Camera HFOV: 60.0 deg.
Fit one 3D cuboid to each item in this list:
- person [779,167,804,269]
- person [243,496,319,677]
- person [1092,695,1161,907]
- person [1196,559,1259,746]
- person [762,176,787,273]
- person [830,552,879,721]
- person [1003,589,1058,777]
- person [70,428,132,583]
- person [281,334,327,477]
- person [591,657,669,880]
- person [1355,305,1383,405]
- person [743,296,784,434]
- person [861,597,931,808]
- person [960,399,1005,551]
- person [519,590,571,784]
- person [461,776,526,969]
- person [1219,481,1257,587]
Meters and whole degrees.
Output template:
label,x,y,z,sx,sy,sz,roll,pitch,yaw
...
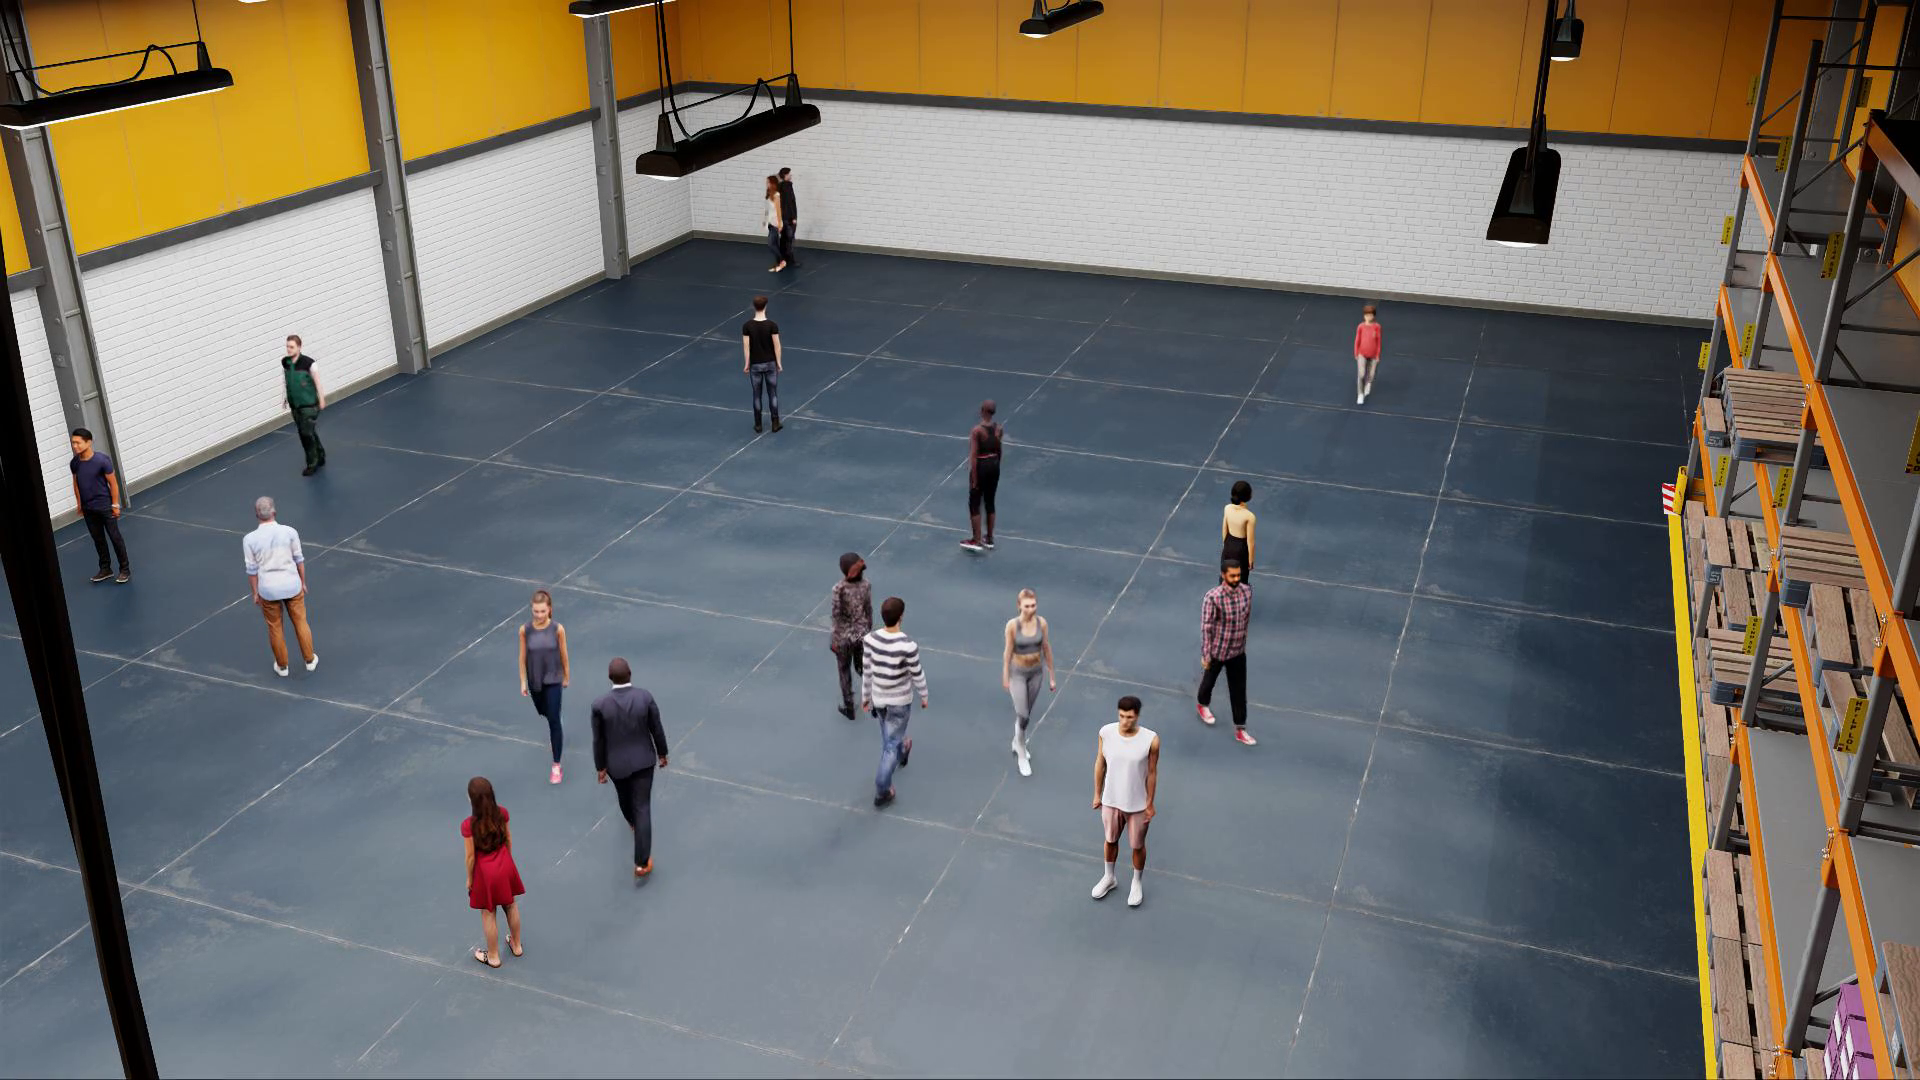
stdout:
label,x,y,z,sx,sy,sz,roll,pitch,yaw
person,-3.230,-6.026,31.025,0.821,1.837,0.787,-13,27,-26
person,-6.640,0.450,16.229,0.743,1.824,0.815,-12,26,-25
person,1.288,1.973,12.790,0.651,1.786,0.559,10,25,21
person,2.379,0.962,15.185,1.150,1.722,1.239,-9,25,-20
person,-3.334,-5.823,30.636,0.771,1.777,0.707,-10,26,-22
person,-0.946,0.931,15.282,0.888,1.700,0.900,-16,28,-32
person,0.553,1.179,14.734,0.845,1.683,0.914,-10,26,-22
person,-9.415,-0.390,18.189,0.697,1.791,0.593,3,24,7
person,-8.365,-1.780,21.326,0.653,1.825,0.796,9,25,20
person,-2.602,1.829,13.141,1.122,1.769,1.359,-3,24,-6
person,5.880,-2.689,23.941,0.610,1.397,0.874,5,24,10
person,-2.681,-2.391,22.640,0.749,1.894,0.724,-1,24,-3
person,-0.622,1.405,14.066,0.746,1.805,1.147,10,26,22
person,0.311,-0.724,19.036,0.915,1.726,0.815,21,31,39
person,-3.639,1.220,14.639,0.852,1.685,1.208,0,24,-1
person,-3.413,2.395,12.118,0.649,1.551,0.708,-22,32,-40
person,2.830,0.168,17.089,0.670,1.651,0.646,-20,31,-38
